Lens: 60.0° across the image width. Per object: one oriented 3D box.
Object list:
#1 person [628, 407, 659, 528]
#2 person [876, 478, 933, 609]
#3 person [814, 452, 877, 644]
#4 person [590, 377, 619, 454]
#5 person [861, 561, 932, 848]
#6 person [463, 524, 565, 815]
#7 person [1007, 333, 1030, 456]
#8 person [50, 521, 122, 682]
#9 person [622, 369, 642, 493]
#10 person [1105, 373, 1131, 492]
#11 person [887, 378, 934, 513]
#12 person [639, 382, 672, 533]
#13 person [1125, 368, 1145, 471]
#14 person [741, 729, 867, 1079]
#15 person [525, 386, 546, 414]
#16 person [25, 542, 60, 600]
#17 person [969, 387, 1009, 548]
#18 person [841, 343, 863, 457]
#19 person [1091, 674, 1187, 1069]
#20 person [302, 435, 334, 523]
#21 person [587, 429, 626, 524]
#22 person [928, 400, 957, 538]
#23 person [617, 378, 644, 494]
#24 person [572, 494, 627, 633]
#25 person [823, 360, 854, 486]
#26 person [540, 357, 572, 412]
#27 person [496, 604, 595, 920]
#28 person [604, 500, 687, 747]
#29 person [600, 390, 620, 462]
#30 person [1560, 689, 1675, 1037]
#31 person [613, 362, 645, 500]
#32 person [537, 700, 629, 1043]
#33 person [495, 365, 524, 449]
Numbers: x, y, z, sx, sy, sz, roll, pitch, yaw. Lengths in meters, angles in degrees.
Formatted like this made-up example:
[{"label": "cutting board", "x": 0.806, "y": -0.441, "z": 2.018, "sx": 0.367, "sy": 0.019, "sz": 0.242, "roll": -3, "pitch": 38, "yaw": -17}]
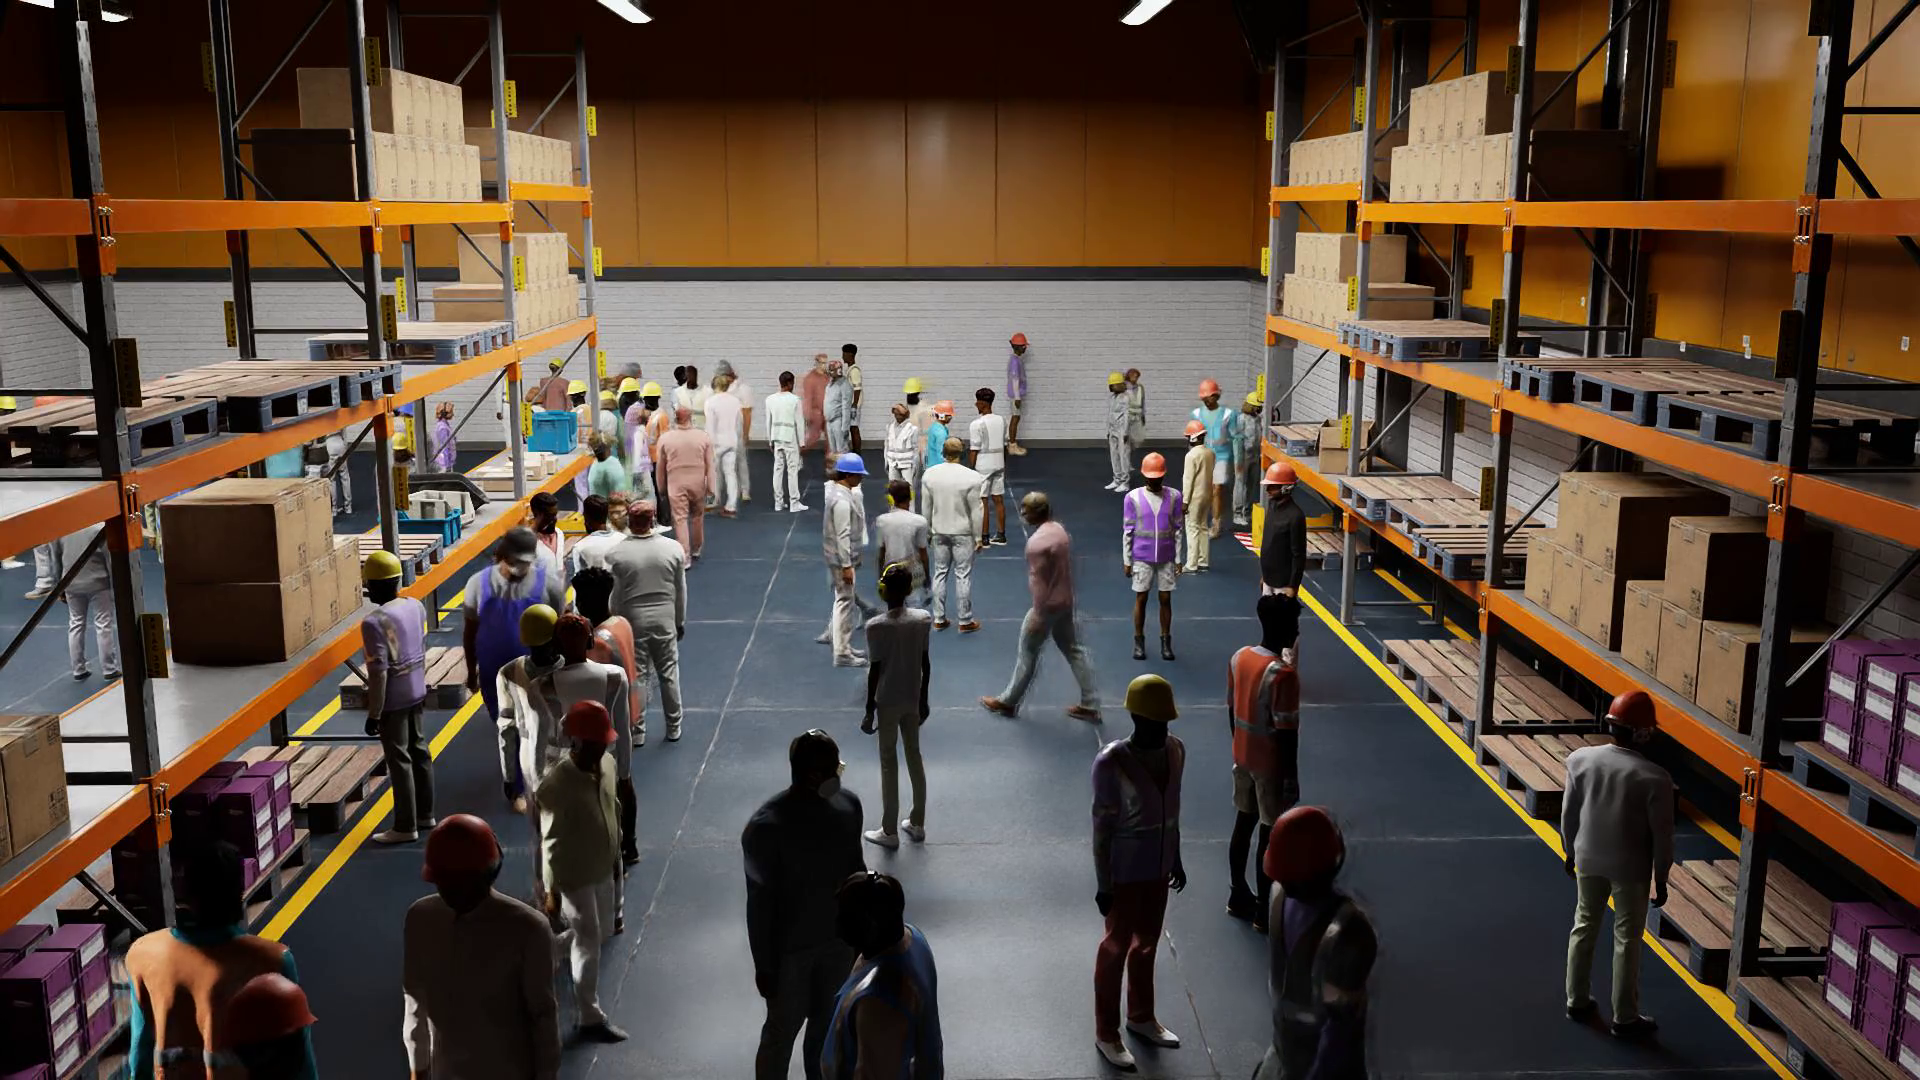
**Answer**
[{"label": "person", "x": -4.081, "y": -0.904, "z": 21.246, "sx": 0.627, "sy": 1.618, "sz": 0.518, "roll": 2, "pitch": 11, "yaw": 9}, {"label": "person", "x": -0.515, "y": 0.390, "z": 14.258, "sx": 0.531, "sy": 1.837, "sz": 0.751, "roll": 7, "pitch": 13, "yaw": 30}, {"label": "person", "x": -1.100, "y": 0.059, "z": 15.868, "sx": 0.726, "sy": 1.824, "sz": 0.587, "roll": -7, "pitch": 13, "yaw": -33}, {"label": "person", "x": -4.860, "y": -1.316, "z": 22.760, "sx": 0.364, "sy": 1.833, "sz": 0.522, "roll": 5, "pitch": 12, "yaw": 23}, {"label": "person", "x": -0.414, "y": 1.057, "z": 10.761, "sx": 0.513, "sy": 1.872, "sz": 0.328, "roll": -9, "pitch": 14, "yaw": -37}, {"label": "person", "x": -3.101, "y": 0.796, "z": 11.641, "sx": 0.684, "sy": 2.000, "sz": 0.980, "roll": -1, "pitch": 11, "yaw": -6}, {"label": "person", "x": 0.980, "y": -2.440, "z": 27.862, "sx": 0.377, "sy": 2.041, "sz": 0.616, "roll": 0, "pitch": 11, "yaw": 2}, {"label": "person", "x": -7.604, "y": 0.372, "z": 14.516, "sx": 0.569, "sy": 1.743, "sz": 0.349, "roll": 0, "pitch": 11, "yaw": -2}, {"label": "person", "x": -4.650, "y": -1.525, "z": 23.672, "sx": 0.342, "sy": 1.883, "sz": 0.587, "roll": -1, "pitch": 11, "yaw": -7}, {"label": "person", "x": 2.300, "y": -1.582, "z": 24.345, "sx": 0.324, "sy": 1.731, "sz": 0.492, "roll": -6, "pitch": 13, "yaw": -29}, {"label": "person", "x": -0.566, "y": -1.261, "z": 22.391, "sx": 0.596, "sy": 1.869, "sz": 1.036, "roll": 10, "pitch": 15, "yaw": 41}, {"label": "person", "x": -3.877, "y": -1.050, "z": 21.180, "sx": 0.368, "sy": 1.928, "sz": 0.585, "roll": -7, "pitch": 13, "yaw": -30}, {"label": "person", "x": 2.684, "y": -1.902, "z": 26.207, "sx": 0.527, "sy": 1.625, "sz": 0.403, "roll": -7, "pitch": 13, "yaw": -31}, {"label": "person", "x": -0.656, "y": 1.740, "z": 7.194, "sx": 0.626, "sy": 1.932, "sz": 0.370, "roll": -11, "pitch": 16, "yaw": -44}, {"label": "person", "x": -5.955, "y": -1.345, "z": 23.400, "sx": 0.507, "sy": 1.631, "sz": 0.266, "roll": 9, "pitch": 14, "yaw": 37}, {"label": "person", "x": -9.664, "y": -0.297, "z": 17.516, "sx": 0.585, "sy": 1.882, "sz": 0.337, "roll": 3, "pitch": 12, "yaw": 15}, {"label": "person", "x": 0.337, "y": -0.881, "z": 20.274, "sx": 0.611, "sy": 1.958, "sz": 0.368, "roll": -10, "pitch": 15, "yaw": -42}, {"label": "person", "x": -1.743, "y": -2.182, "z": 26.759, "sx": 0.361, "sy": 1.964, "sz": 0.616, "roll": -2, "pitch": 11, "yaw": -11}, {"label": "person", "x": 0.886, "y": 1.571, "z": 8.039, "sx": 0.591, "sy": 1.926, "sz": 0.386, "roll": -9, "pitch": 15, "yaw": -40}, {"label": "person", "x": -8.369, "y": -1.008, "z": 21.571, "sx": 0.320, "sy": 1.694, "sz": 0.535, "roll": 1, "pitch": 11, "yaw": 7}, {"label": "person", "x": -3.528, "y": -0.149, "z": 16.639, "sx": 0.354, "sy": 1.936, "sz": 0.635, "roll": -7, "pitch": 13, "yaw": -30}, {"label": "person", "x": -0.222, "y": -0.886, "z": 20.840, "sx": 0.354, "sy": 1.738, "sz": 0.573, "roll": -2, "pitch": 11, "yaw": -8}, {"label": "person", "x": -4.278, "y": -1.179, "z": 21.865, "sx": 0.391, "sy": 1.918, "sz": 0.591, "roll": -2, "pitch": 12, "yaw": -12}, {"label": "person", "x": -2.783, "y": 0.592, "z": 13.009, "sx": 0.402, "sy": 1.908, "sz": 0.598, "roll": 7, "pitch": 13, "yaw": 30}, {"label": "person", "x": -1.821, "y": -1.711, "z": 24.578, "sx": 0.400, "sy": 1.900, "sz": 0.642, "roll": -6, "pitch": 13, "yaw": -29}, {"label": "person", "x": -6.442, "y": -2.036, "z": 26.575, "sx": 0.531, "sy": 1.752, "sz": 0.342, "roll": 2, "pitch": 11, "yaw": 10}, {"label": "person", "x": -2.335, "y": 1.288, "z": 9.510, "sx": 0.592, "sy": 1.911, "sz": 0.398, "roll": -1, "pitch": 11, "yaw": -4}, {"label": "person", "x": -2.414, "y": 0.637, "z": 12.775, "sx": 0.637, "sy": 1.911, "sz": 0.403, "roll": -5, "pitch": 12, "yaw": -23}, {"label": "person", "x": -4.728, "y": -1.134, "z": 22.152, "sx": 0.501, "sy": 1.702, "sz": 0.517, "roll": 9, "pitch": 14, "yaw": 38}, {"label": "person", "x": 3.302, "y": 1.598, "z": 8.340, "sx": 0.343, "sy": 1.749, "sz": 0.572, "roll": -10, "pitch": 15, "yaw": -40}, {"label": "person", "x": -4.583, "y": -1.515, "z": 23.228, "sx": 0.746, "sy": 2.000, "sz": 0.675, "roll": 9, "pitch": 14, "yaw": 37}, {"label": "person", "x": -1.939, "y": 1.617, "z": 8.319, "sx": 0.638, "sy": 1.730, "sz": 0.568, "roll": 5, "pitch": 12, "yaw": 23}, {"label": "person", "x": -7.224, "y": -2.126, "z": 26.725, "sx": 0.353, "sy": 1.877, "sz": 0.573, "roll": 6, "pitch": 13, "yaw": 27}]
